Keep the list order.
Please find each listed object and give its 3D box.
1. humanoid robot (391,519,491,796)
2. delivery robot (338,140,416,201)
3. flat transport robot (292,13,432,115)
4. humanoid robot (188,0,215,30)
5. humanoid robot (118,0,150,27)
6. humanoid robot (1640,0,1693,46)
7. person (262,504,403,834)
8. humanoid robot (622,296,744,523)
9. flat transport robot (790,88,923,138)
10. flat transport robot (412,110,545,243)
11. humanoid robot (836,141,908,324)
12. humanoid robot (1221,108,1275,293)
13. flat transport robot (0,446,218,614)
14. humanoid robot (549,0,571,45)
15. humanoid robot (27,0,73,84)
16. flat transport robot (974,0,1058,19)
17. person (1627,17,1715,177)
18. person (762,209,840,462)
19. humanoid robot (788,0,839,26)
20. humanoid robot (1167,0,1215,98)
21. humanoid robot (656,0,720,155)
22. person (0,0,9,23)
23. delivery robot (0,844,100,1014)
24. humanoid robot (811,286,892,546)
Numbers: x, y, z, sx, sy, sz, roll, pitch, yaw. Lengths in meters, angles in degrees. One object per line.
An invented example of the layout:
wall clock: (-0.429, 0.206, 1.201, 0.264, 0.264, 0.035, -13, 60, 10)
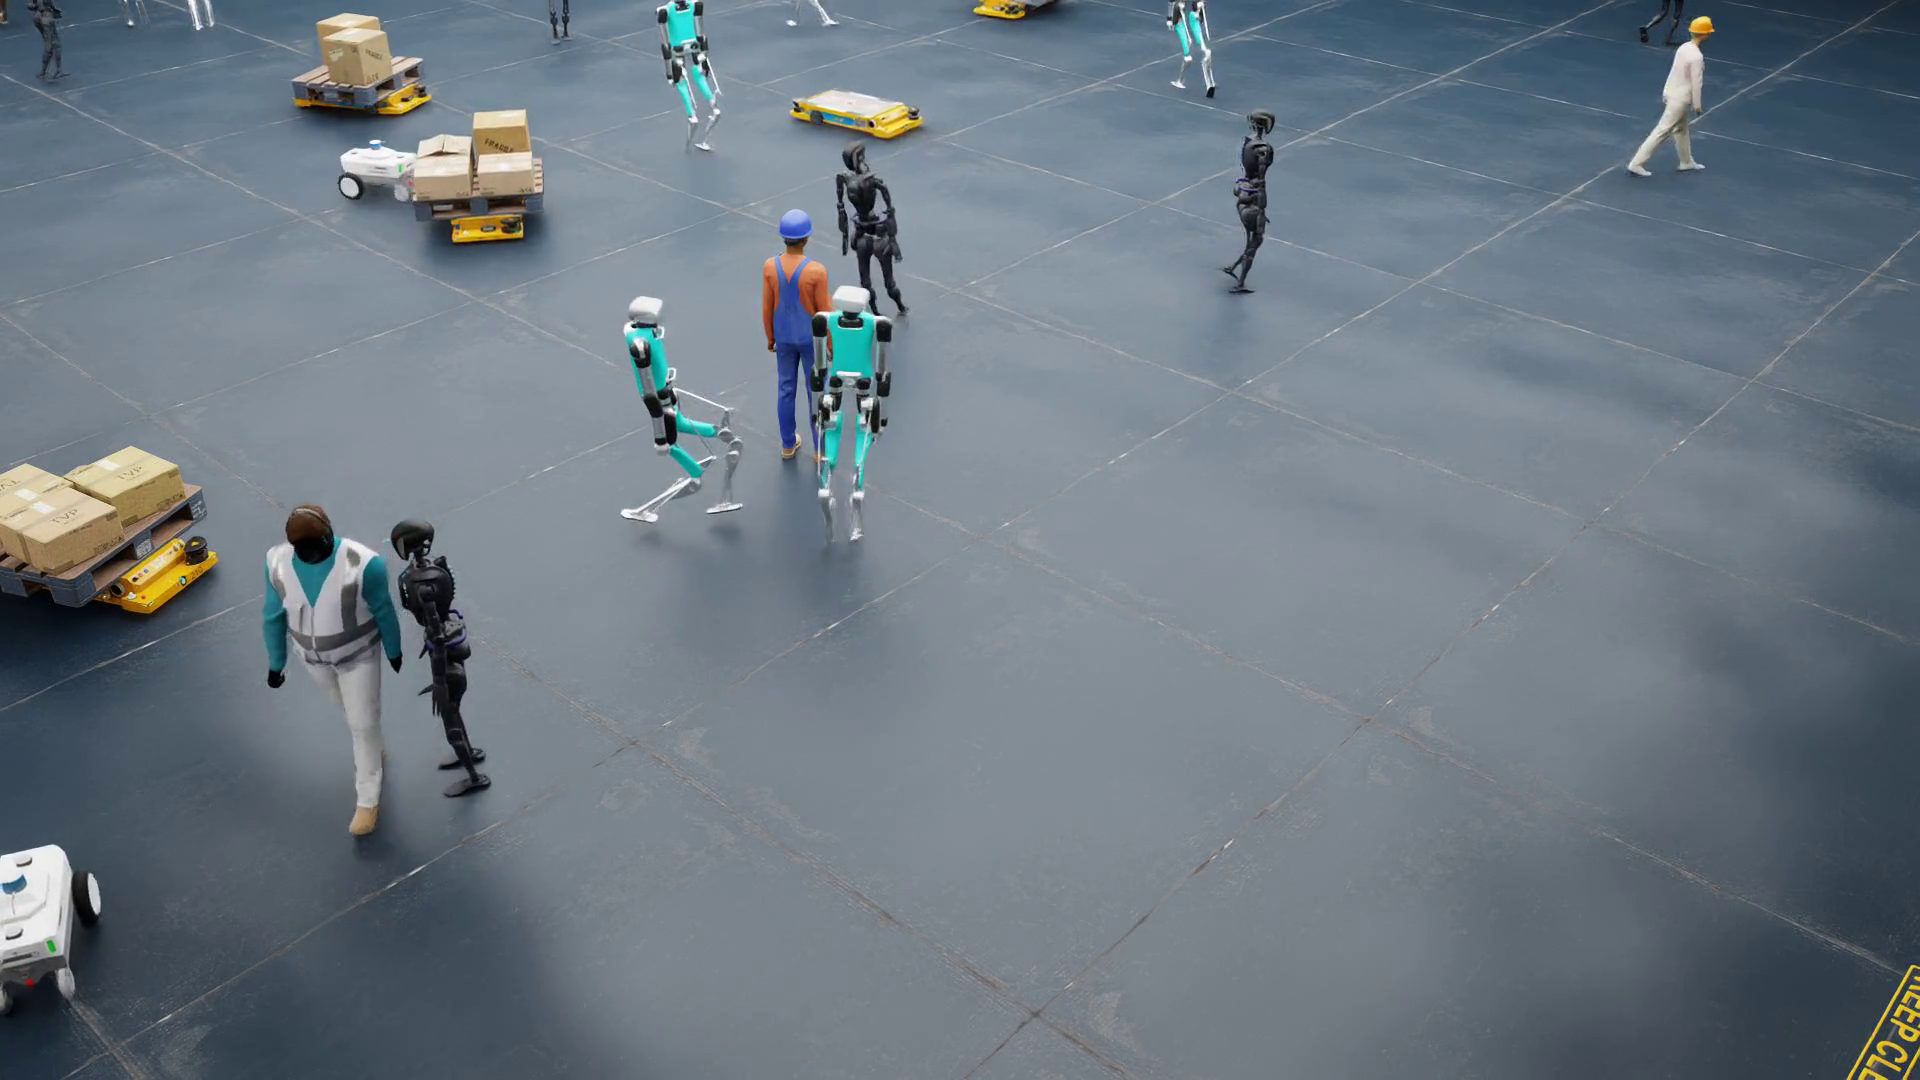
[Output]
humanoid robot: (-2.755, 0.611, 8.832, 0.306, 1.651, 0.616, -11, 33, -17)
delivery robot: (-5.911, -3.776, 16.954, 0.765, 0.586, 0.499, 7, 33, 11)
flat transport robot: (-7.042, -5.234, 19.582, 1.431, 0.231, 0.659, 9, 33, 14)
humanoid robot: (-10.242, -7.677, 22.186, 0.531, 1.842, 0.745, -11, 34, -18)
humanoid robot: (-11.193, -7.662, 22.130, 0.540, 1.835, 0.668, -18, 36, -27)
humanoid robot: (9.182, -7.198, 21.421, 0.564, 1.633, 0.612, -14, 34, -21)
person: (-3.284, 0.653, 8.646, 0.656, 1.809, 0.858, 4, 32, 7)
humanoid robot: (-1.810, -0.809, 11.093, 1.041, 1.738, 0.561, -3, 32, -4)
flat transport robot: (-1.192, -4.884, 19.019, 1.431, 0.231, 0.659, 20, 37, 29)
flat transport robot: (-4.708, -3.285, 16.445, 0.659, 0.231, 1.431, -6, 32, -10)
humanoid robot: (-0.690, -2.575, 14.012, 0.627, 1.641, 0.568, 24, 39, 34)
humanoid robot: (2.584, -2.972, 14.605, 0.335, 1.643, 0.612, -2, 32, -3)
flat transport robot: (-5.713, 0.130, 10.945, 1.431, 0.231, 0.659, 10, 33, 15)
humanoid robot: (-5.209, -7.278, 21.553, 0.603, 1.641, 0.550, -12, 34, -18)
humanoid robot: (-11.139, -6.402, 20.135, 0.446, 1.649, 0.630, -8, 33, -13)
flat transport robot: (0.840, -7.595, 23.384, 0.659, 0.231, 1.431, 18, 36, 26)
person: (7.454, -4.578, 17.213, 0.889, 1.648, 0.502, -1, 32, -2)
person: (-1.143, -1.454, 11.940, 0.530, 1.909, 0.352, 8, 33, 12)
humanoid robot: (-2.079, -7.739, 22.299, 0.829, 1.840, 0.549, 4, 32, 7)
humanoid robot: (2.830, -6.122, 19.664, 0.560, 1.809, 0.902, -13, 34, -20)
humanoid robot: (-2.828, -4.941, 17.772, 0.541, 1.852, 0.652, -21, 37, -30)
person: (-13.081, -7.891, 22.302, 0.667, 1.922, 0.487, -18, 36, -26)
delivery robot: (-4.460, 1.814, 7.978, 0.499, 0.612, 0.796, -11, 34, -18)
humanoid robot: (-0.735, -0.712, 10.948, 0.556, 1.829, 0.714, 2, 32, 4)
